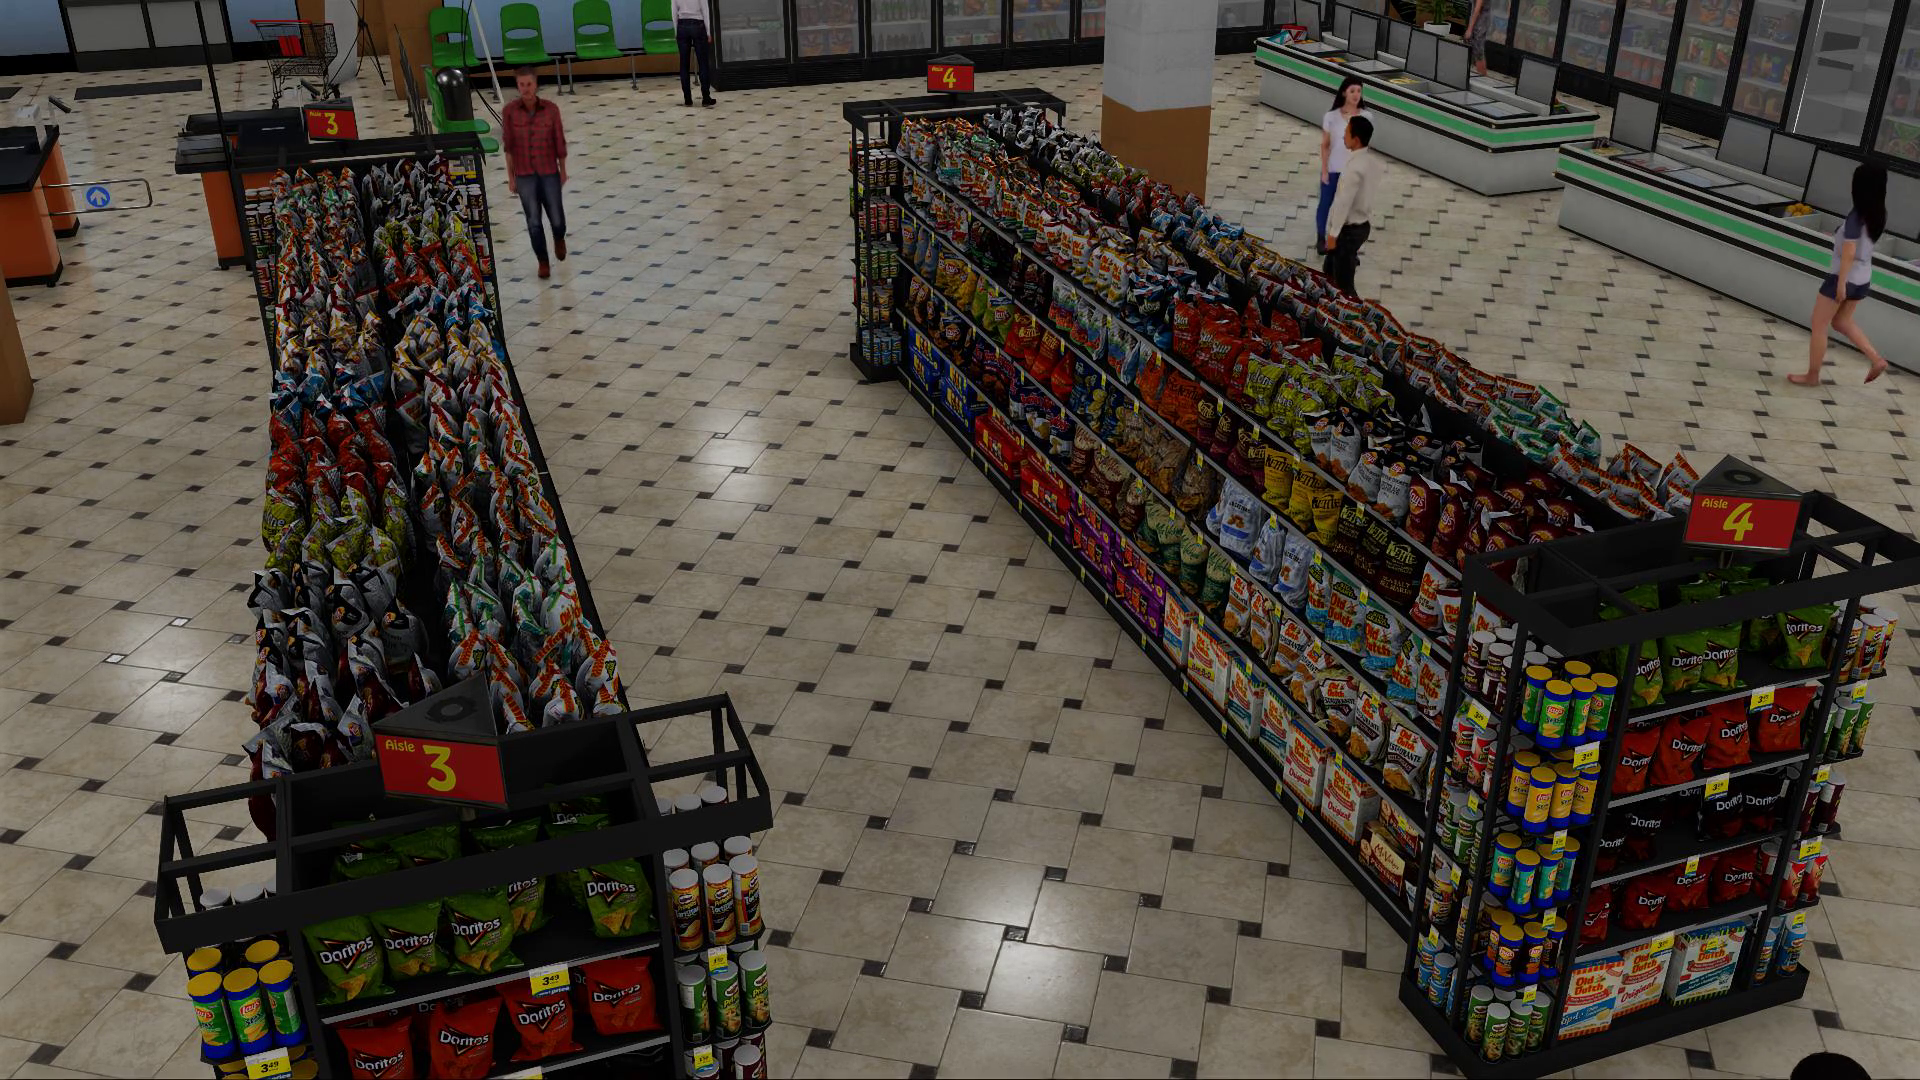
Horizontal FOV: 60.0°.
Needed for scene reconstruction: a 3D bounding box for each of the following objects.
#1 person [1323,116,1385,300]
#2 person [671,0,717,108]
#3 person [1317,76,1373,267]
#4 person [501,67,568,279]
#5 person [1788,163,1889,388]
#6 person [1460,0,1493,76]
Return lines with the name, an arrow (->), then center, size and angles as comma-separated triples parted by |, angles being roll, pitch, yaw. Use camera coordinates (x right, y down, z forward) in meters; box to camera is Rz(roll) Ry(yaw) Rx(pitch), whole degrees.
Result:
person -> 3.128, -2.362, 12.925 | 0.856, 1.796, 0.799 | 12, 29, 23
person -> -3.354, -6.369, 20.747 | 0.704, 1.868, 0.703 | 2, 27, 4
person -> 3.389, -3.298, 14.941 | 0.839, 1.642, 1.172 | 0, 27, -1
person -> -3.729, -3.252, 14.657 | 0.759, 1.817, 0.832 | -5, 27, -10
person -> 6.525, -1.876, 12.082 | 0.763, 1.692, 0.944 | -21, 33, -35
person -> 6.740, -6.519, 21.253 | 0.822, 1.678, 0.762 | 13, 30, 23
